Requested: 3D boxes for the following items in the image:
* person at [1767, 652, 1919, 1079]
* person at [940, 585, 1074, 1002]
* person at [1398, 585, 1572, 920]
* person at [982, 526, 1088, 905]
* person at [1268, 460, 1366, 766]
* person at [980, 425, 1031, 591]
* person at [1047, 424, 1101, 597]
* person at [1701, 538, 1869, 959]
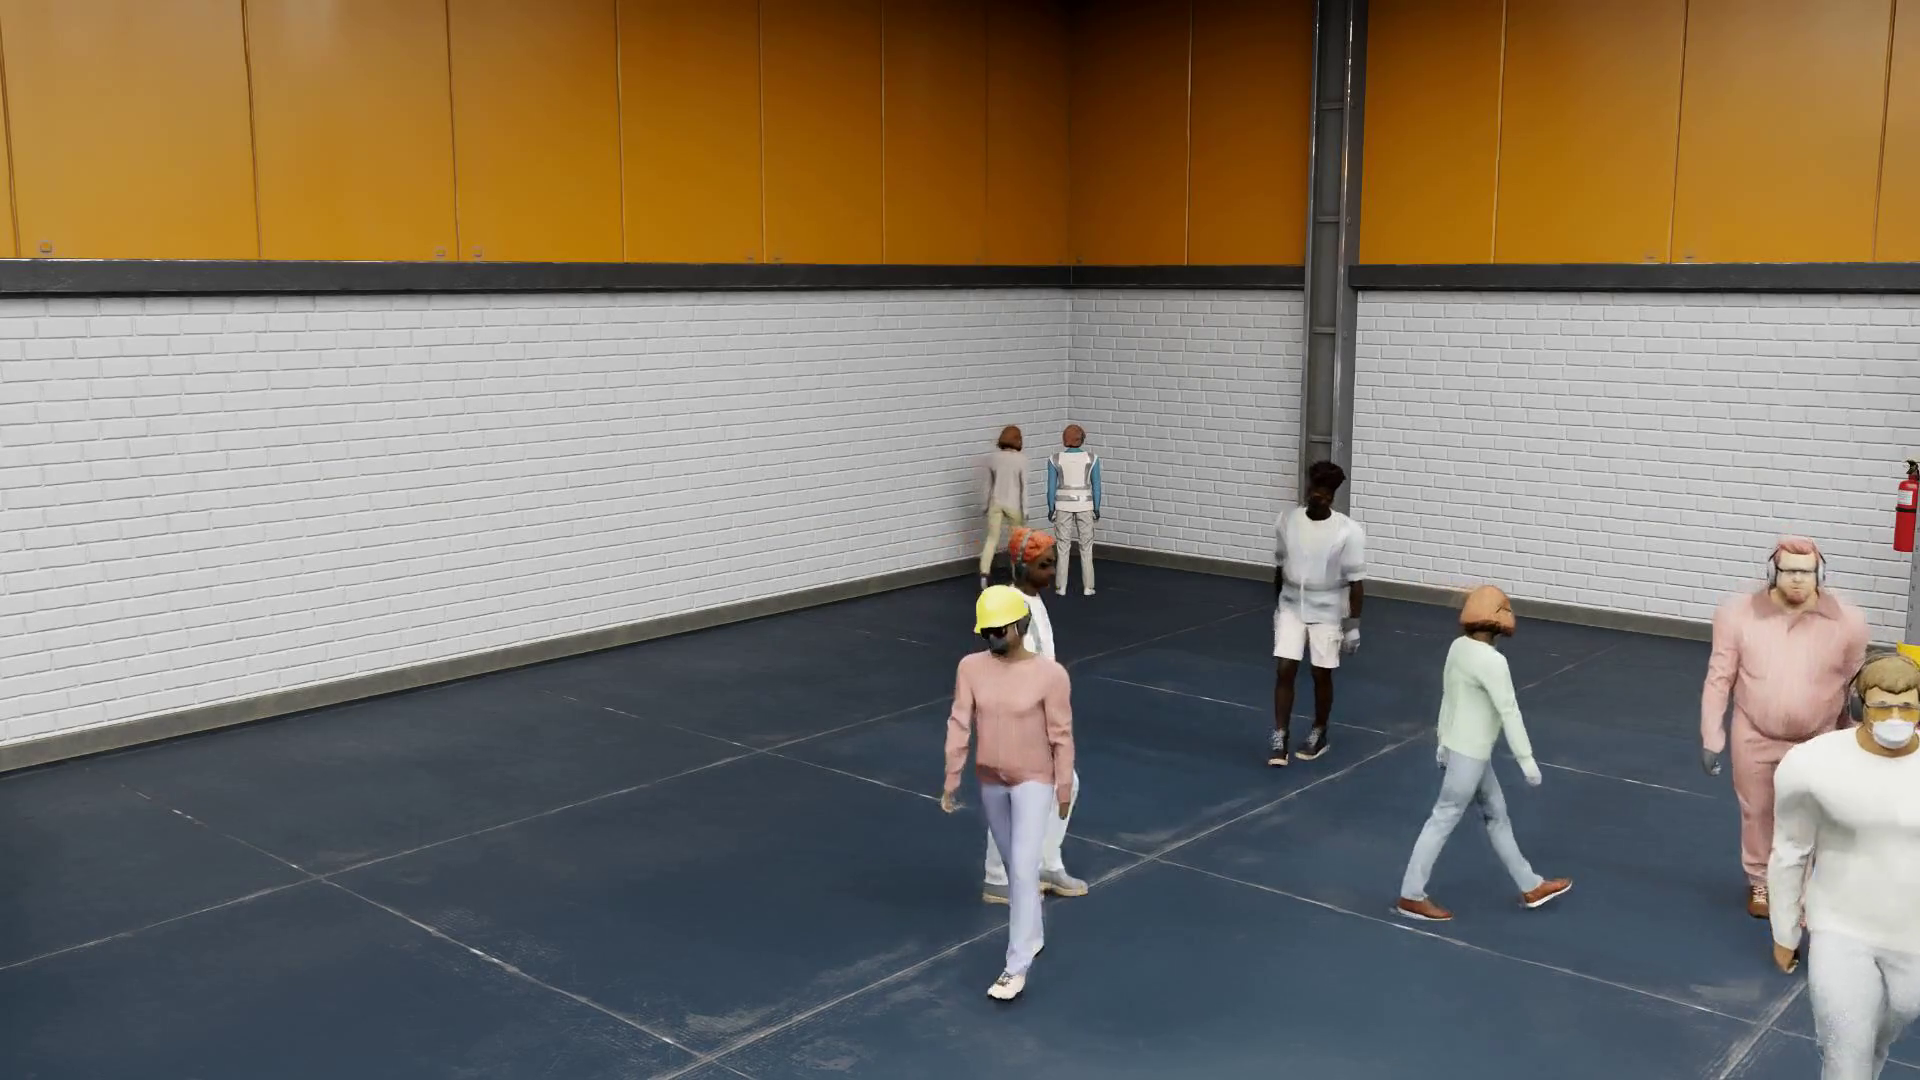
[{"bbox_3d":[2.897,1.277,5.245,0.631,1.873,1.065,2,9,14],"label":"person"},{"bbox_3d":[0.179,1.058,7.056,0.525,1.724,0.833,5,10,29],"label":"person"},{"bbox_3d":[2.485,1.005,7.810,0.878,1.581,0.529,0,9,1],"label":"person"},{"bbox_3d":[0.383,0.858,7.875,0.653,1.862,0.581,3,9,15],"label":"person"},{"bbox_3d":[2.163,0.460,10.190,0.641,1.919,0.766,6,11,33],"label":"person"},{"bbox_3d":[0.421,-0.313,16.074,0.529,1.600,0.822,4,10,25],"label":"person"},{"bbox_3d":[1.074,-0.272,15.679,0.514,1.640,0.310,1,9,4],"label":"person"},{"bbox_3d":[3.725,0.913,7.551,0.671,1.853,1.011,5,10,27],"label":"person"}]
